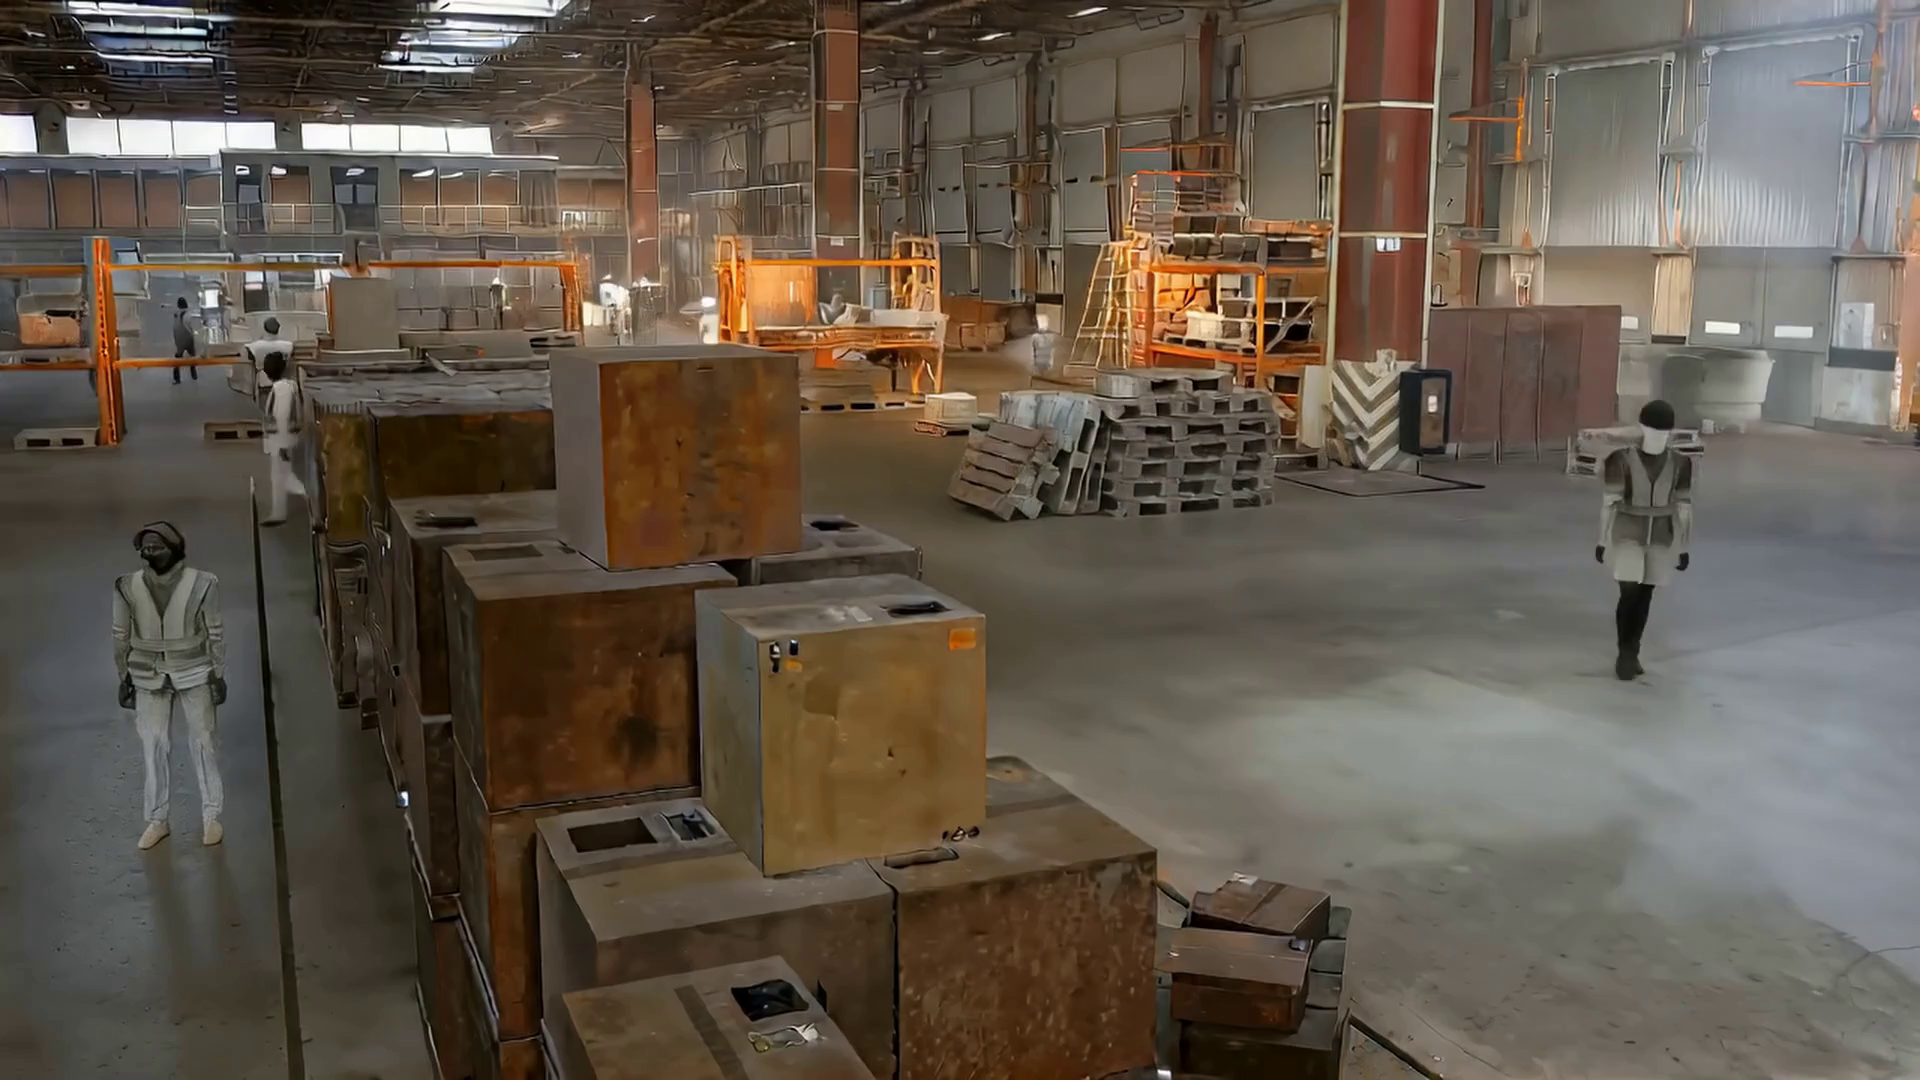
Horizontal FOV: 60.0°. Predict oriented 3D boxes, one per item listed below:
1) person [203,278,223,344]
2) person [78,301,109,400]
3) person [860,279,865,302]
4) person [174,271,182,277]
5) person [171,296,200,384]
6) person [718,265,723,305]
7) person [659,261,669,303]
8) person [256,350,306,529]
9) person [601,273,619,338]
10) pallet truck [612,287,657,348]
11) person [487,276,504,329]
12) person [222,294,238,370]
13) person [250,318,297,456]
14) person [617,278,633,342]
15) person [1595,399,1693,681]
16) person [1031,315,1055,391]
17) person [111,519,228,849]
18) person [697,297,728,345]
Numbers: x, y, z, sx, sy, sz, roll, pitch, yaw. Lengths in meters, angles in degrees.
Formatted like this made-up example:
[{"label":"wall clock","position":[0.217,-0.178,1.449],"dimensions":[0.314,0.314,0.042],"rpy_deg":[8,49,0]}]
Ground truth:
[{"label":"person","position":[-20.143,-6.078,44.782],"dimensions":[0.544,1.939,0.354],"rpy_deg":[-6,12,-30]},{"label":"person","position":[-16.229,-3.553,31.159],"dimensions":[0.523,1.842,0.871],"rpy_deg":[-5,12,-28]},{"label":"person","position":[-3.796,-8.722,59.739],"dimensions":[0.634,1.794,0.950],"rpy_deg":[4,11,21]},{"label":"person","position":[-29.839,-9.454,63.539],"dimensions":[0.585,1.882,0.337],"rpy_deg":[10,14,44]},{"label":"person","position":[-16.000,-4.105,34.245],"dimensions":[0.522,1.819,0.822],"rpy_deg":[0,10,2]},{"label":"person","position":[-10.462,-11.088,72.423],"dimensions":[0.386,1.928,0.589],"rpy_deg":[-7,12,-33]},{"label":"person","position":[-13.226,-11.383,73.909],"dimensions":[0.624,1.985,0.413],"rpy_deg":[-1,10,-6]},{"label":"person","position":[-6.929,-1.032,17.208],"dimensions":[0.704,1.864,0.589],"rpy_deg":[-4,11,-22]},{"label":"person","position":[-10.519,-7.034,50.025],"dimensions":[0.607,1.948,0.389],"rpy_deg":[-8,13,-36]},{"label":"pallet truck","position":[-6.464,-4.406,35.401],"dimensions":[0.823,1.965,1.885],"rpy_deg":[6,12,32]},{"label":"person","position":[-13.452,-6.670,48.108],"dimensions":[0.389,1.927,0.646],"rpy_deg":[1,10,4]},{"label":"person","position":[-16.674,-4.750,38.005],"dimensions":[0.295,1.744,0.485],"rpy_deg":[2,11,13]},{"label":"person","position":[-9.458,-2.102,22.973],"dimensions":[0.594,1.908,0.406],"rpy_deg":[-5,11,-26]},{"label":"person","position":[-9.706,-6.660,48.256],"dimensions":[0.624,1.845,0.430],"rpy_deg":[7,12,34]},{"label":"person","position":[4.660,0.012,11.266],"dimensions":[0.585,1.915,0.694],"rpy_deg":[1,10,6]},{"label":"person","position":[1.407,-3.055,28.809],"dimensions":[0.546,1.681,0.427],"rpy_deg":[-9,14,-41]},{"label":"person","position":[-3.889,0.706,8.217],"dimensions":[0.523,1.639,0.306],"rpy_deg":[-2,11,-12]},{"label":"person","position":[-4.760,-3.626,31.407],"dimensions":[0.600,1.883,0.901],"rpy_deg":[6,12,29]}]
